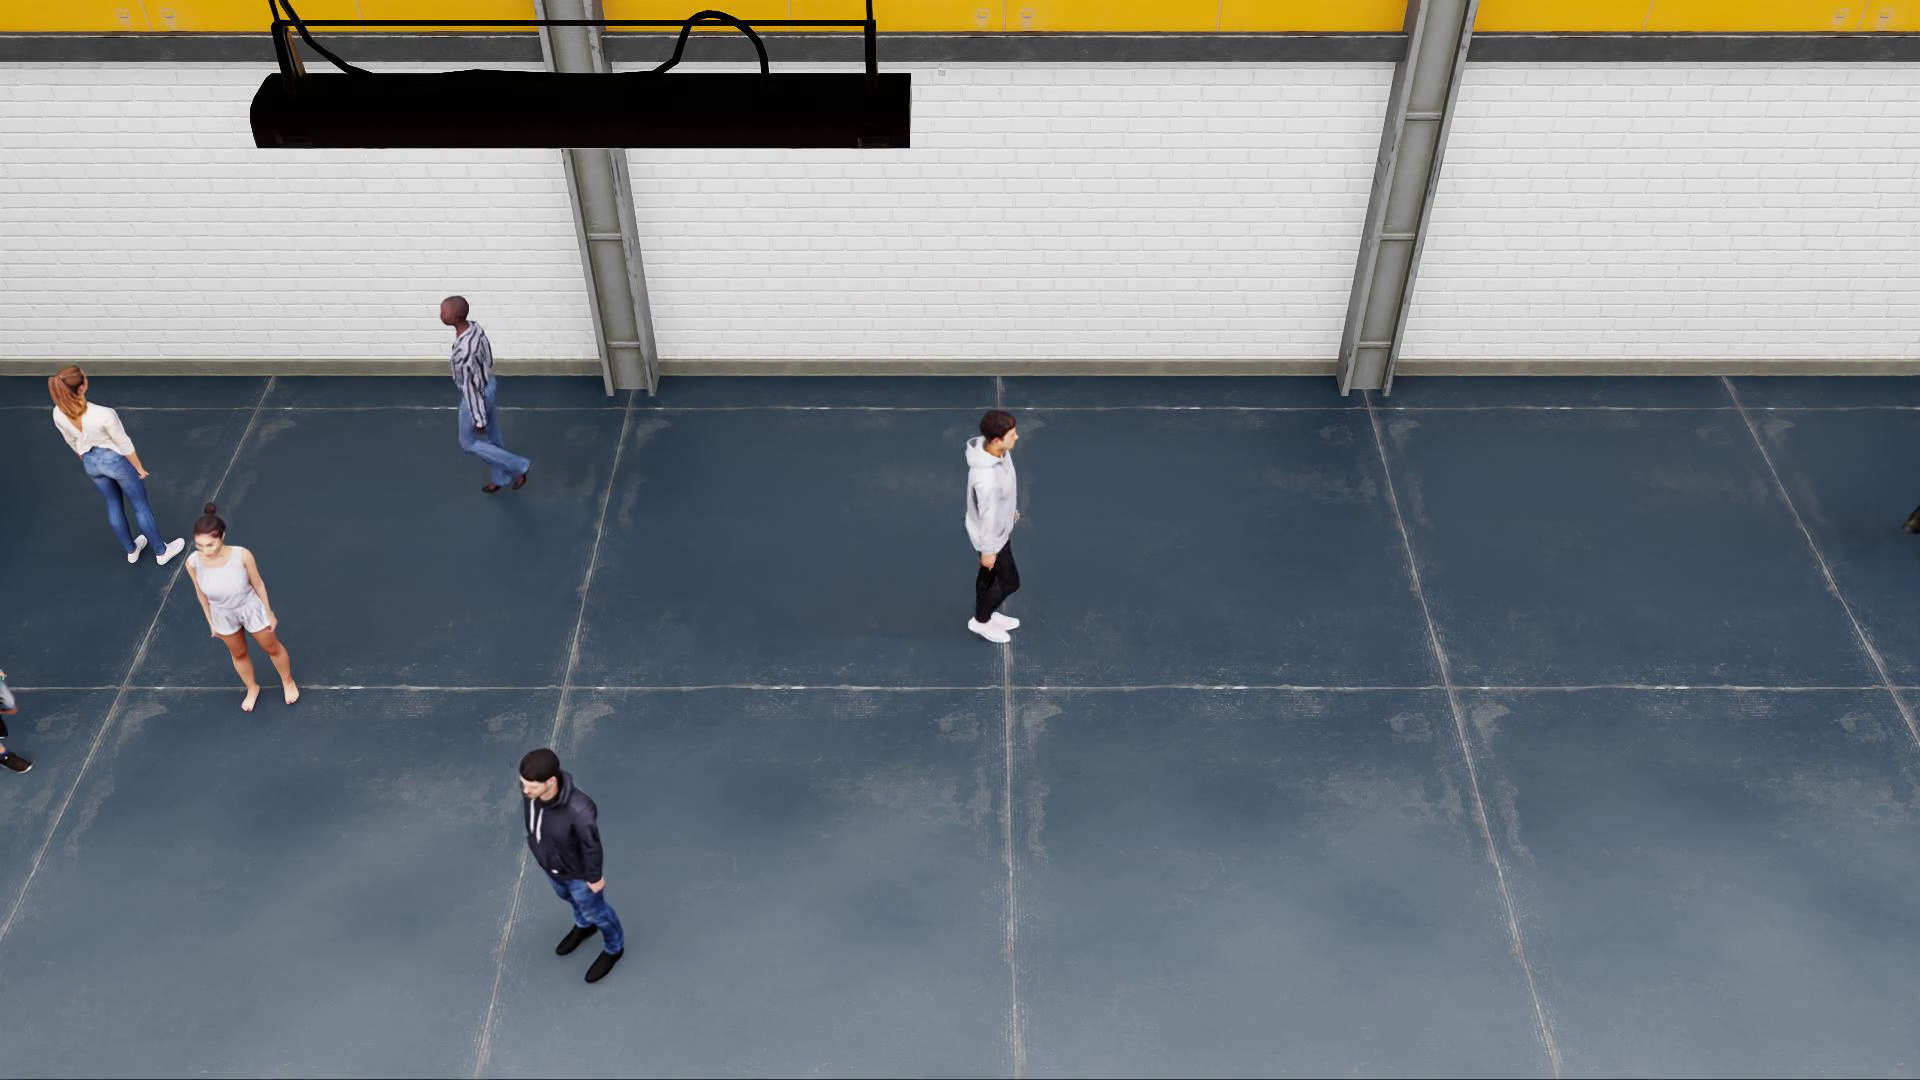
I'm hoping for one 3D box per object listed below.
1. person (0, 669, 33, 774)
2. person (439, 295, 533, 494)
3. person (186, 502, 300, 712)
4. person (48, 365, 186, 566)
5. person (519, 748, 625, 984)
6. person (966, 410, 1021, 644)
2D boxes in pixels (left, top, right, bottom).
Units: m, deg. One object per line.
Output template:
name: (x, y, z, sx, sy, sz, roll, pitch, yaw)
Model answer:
person: (-6.211, 0.870, 10.380, 0.831, 1.438, 0.722, 22, 48, 21)
person: (-3.409, -1.019, 12.113, 0.706, 1.784, 0.681, -5, 44, -5)
person: (-4.637, 0.439, 10.688, 0.509, 1.637, 0.663, -8, 44, -9)
person: (-5.941, -0.512, 11.626, 0.509, 1.720, 0.695, 6, 44, 6)
person: (-2.135, 1.729, 9.153, 0.737, 1.887, 0.818, 30, 51, 28)
person: (0.126, -0.076, 11.026, 0.646, 1.917, 0.741, 5, 44, 5)
